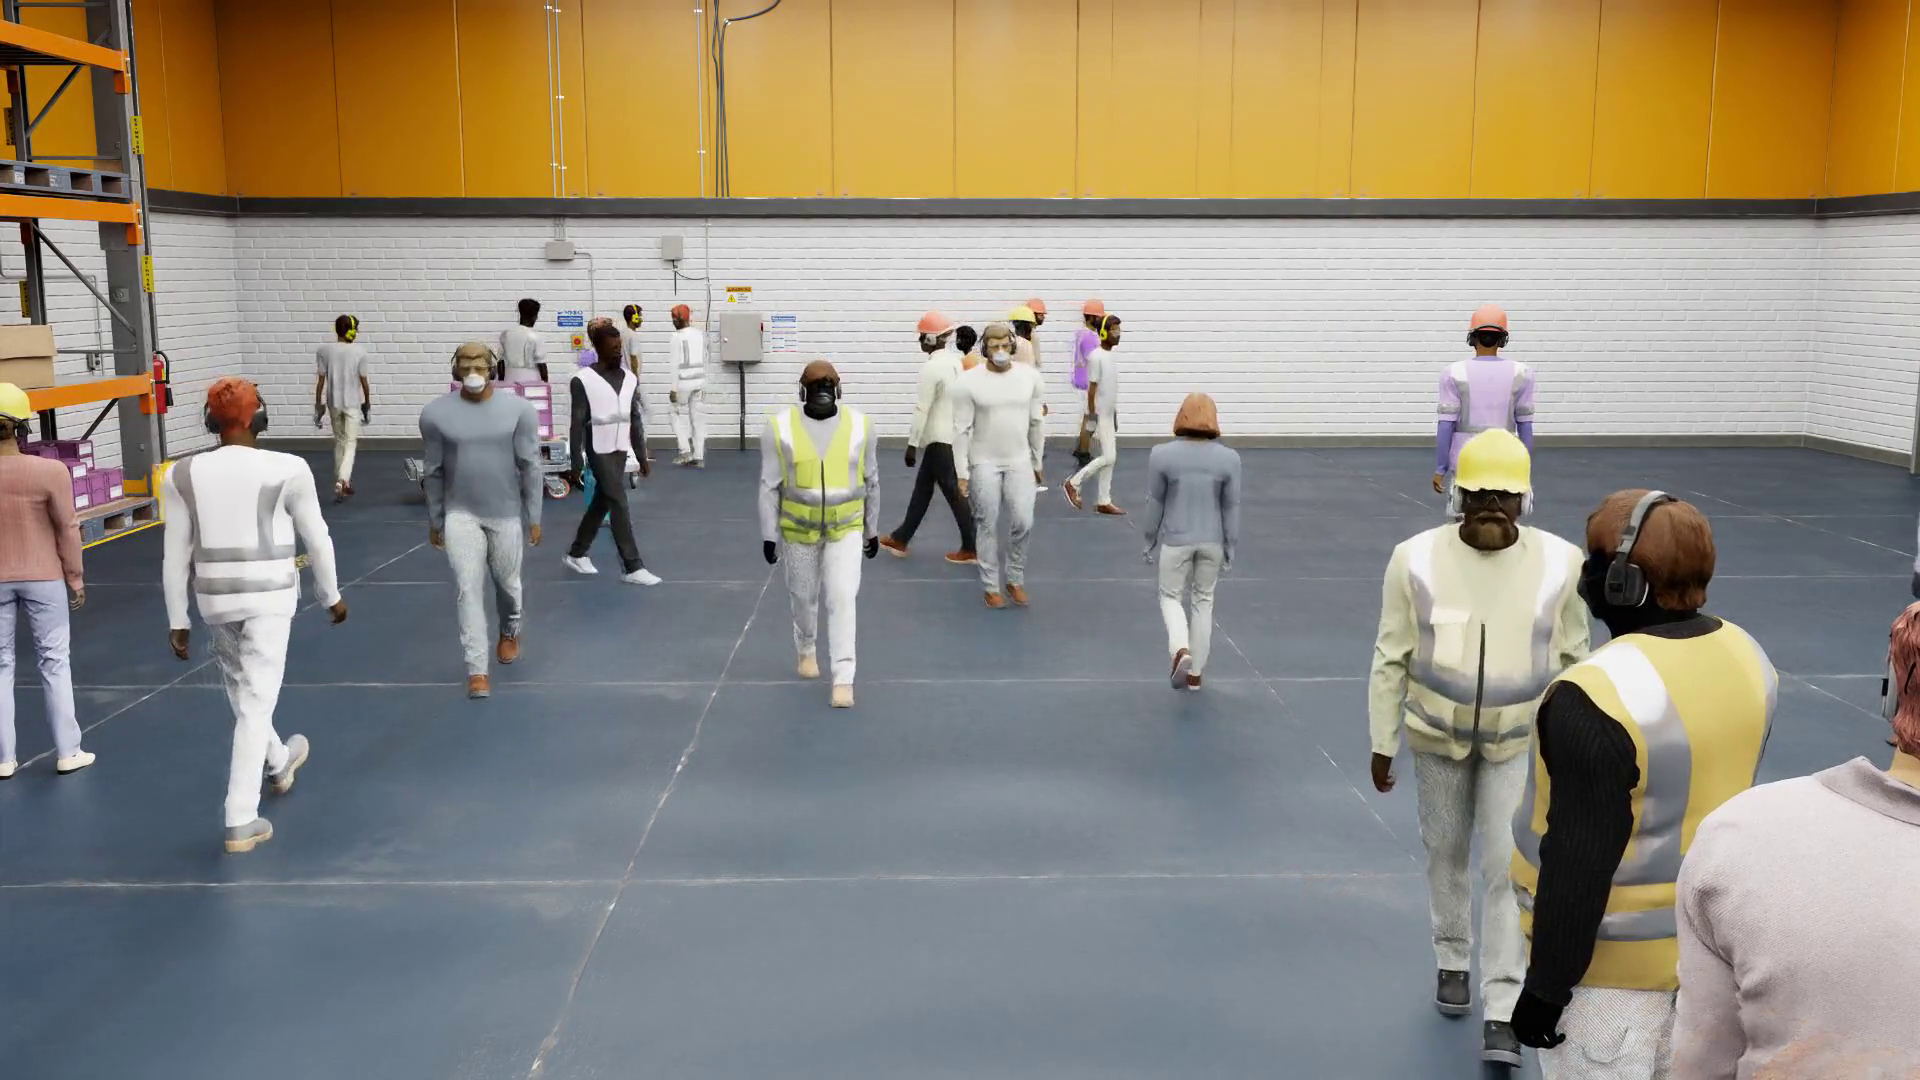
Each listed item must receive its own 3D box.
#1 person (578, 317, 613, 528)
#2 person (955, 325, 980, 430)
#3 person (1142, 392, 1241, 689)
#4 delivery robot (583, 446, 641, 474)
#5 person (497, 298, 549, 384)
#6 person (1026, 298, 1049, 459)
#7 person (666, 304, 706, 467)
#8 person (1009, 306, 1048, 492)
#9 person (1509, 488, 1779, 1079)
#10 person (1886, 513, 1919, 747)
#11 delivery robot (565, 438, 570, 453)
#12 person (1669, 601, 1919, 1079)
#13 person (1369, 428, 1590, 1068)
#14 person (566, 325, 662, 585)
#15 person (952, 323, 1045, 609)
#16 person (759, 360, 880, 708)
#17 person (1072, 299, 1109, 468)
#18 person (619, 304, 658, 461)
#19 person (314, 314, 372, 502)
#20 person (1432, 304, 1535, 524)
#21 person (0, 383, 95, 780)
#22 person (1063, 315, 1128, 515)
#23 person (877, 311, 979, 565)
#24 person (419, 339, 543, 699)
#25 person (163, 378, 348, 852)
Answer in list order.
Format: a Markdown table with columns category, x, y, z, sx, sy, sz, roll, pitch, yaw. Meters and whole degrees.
| category | x | y | z | sx | sy | sz | roll | pitch | yaw |
| --- | --- | --- | --- | --- | --- | --- | --- | --- | --- |
| person | -3.185 | -1.032 | 14.631 | 0.393 | 1.847 | 0.563 | -5 | 10 | -27 |
| person | 0.011 | -1.443 | 17.726 | 0.842 | 1.660 | 0.551 | 1 | 9 | 4 |
| person | 1.232 | 0.026 | 8.836 | 0.515 | 1.615 | 0.509 | 0 | 9 | 0 |
| delivery robot | -3.622 | -0.847 | 17.161 | 0.707 | 0.478 | 0.477 | -2 | 9 | -13 |
| person | -4.898 | -1.749 | 18.731 | 0.614 | 1.944 | 0.418 | 4 | 10 | 24 |
| person | 0.873 | -1.907 | 19.782 | 0.581 | 1.912 | 0.569 | 1 | 9 | 5 |
| person | -3.143 | -1.752 | 19.007 | 0.508 | 1.857 | 0.624 | 6 | 11 | 32 |
| person | 0.529 | -1.408 | 16.782 | 0.685 | 1.899 | 0.617 | -2 | 10 | -15 |
| person | 1.321 | 0.812 | 3.340 | 0.627 | 1.845 | 0.429 | -7 | 12 | -38 |
| person | 4.657 | 0.096 | 7.579 | 0.405 | 1.902 | 0.696 | -4 | 10 | -22 |
| delivery robot | -4.008 | -0.912 | 17.563 | 0.707 | 0.478 | 0.477 | -7 | 12 | -39 |
| person | 1.245 | 0.977 | 2.136 | 0.409 | 1.907 | 0.651 | -7 | 12 | -37 |
| person | 1.486 | 0.591 | 4.802 | 0.621 | 1.802 | 0.820 | 3 | 10 | 19 |
| person | -2.583 | -0.636 | 12.140 | 0.984 | 1.877 | 0.606 | 6 | 11 | 31 |
| person | 0.265 | -0.474 | 11.018 | 0.657 | 1.914 | 0.522 | -2 | 9 | -12 |
| person | -0.753 | -0.073 | 8.926 | 0.644 | 1.803 | 0.952 | -1 | 9 | -6 |
| person | 1.499 | -1.767 | 18.901 | 0.403 | 1.923 | 0.585 | 0 | 9 | -1 |
| person | -3.773 | -1.841 | 19.570 | 0.548 | 1.850 | 0.543 | -6 | 11 | -32 |
| person | -6.079 | -1.296 | 16.326 | 0.539 | 1.836 | 0.839 | 0 | 9 | -2 |
| person | 3.367 | -0.497 | 10.751 | 0.615 | 2.040 | 0.391 | 1 | 9 | 3 |
| person | -4.180 | 0.188 | 7.400 | 0.524 | 1.769 | 0.308 | -3 | 10 | -16 |
| person | 1.285 | -1.143 | 15.336 | 0.497 | 1.848 | 0.509 | 4 | 10 | 22 |
| person | -0.239 | -0.786 | 12.827 | 1.008 | 1.937 | 0.642 | 4 | 10 | 21 |
| person | -2.600 | -0.155 | 9.099 | 0.633 | 1.905 | 0.930 | -2 | 9 | -12 |
| person | -2.855 | 0.258 | 6.769 | 0.590 | 1.821 | 1.021 | 0 | 9 | 1 |
